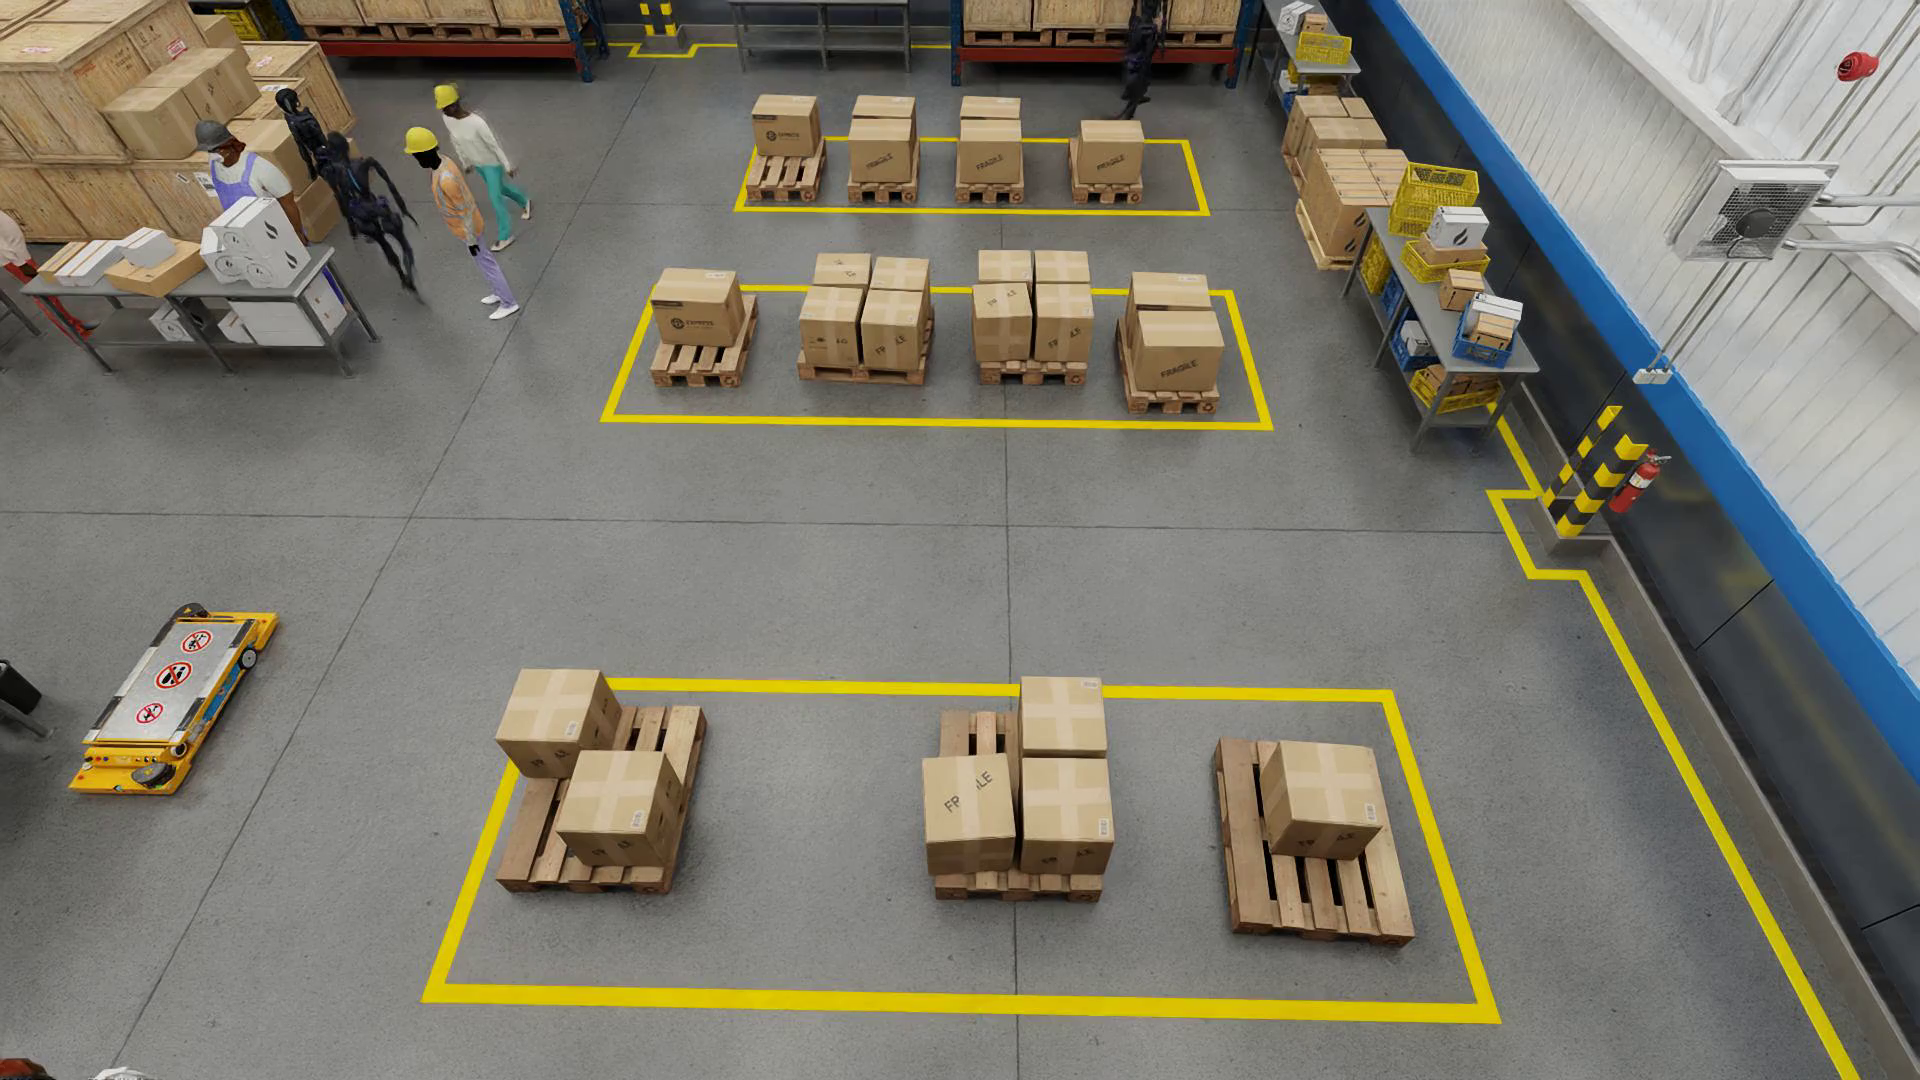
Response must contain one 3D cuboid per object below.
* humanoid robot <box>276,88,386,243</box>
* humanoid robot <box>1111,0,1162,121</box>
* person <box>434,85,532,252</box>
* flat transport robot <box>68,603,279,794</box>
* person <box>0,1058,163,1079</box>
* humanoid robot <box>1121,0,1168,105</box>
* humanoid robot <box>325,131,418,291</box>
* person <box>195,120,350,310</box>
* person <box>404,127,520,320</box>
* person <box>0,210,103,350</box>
[{"bbox_3d":[-6.783,-3.997,9.824,0.581,1.651,0.326,24,54,19],"label":"humanoid robot"},{"bbox_3d":[2.205,-5.877,11.417,0.363,1.637,0.621,-2,50,-2],"label":"humanoid robot"},{"bbox_3d":[-5.080,-4.093,9.879,0.562,1.714,0.876,17,52,14],"label":"person"},{"bbox_3d":[-5.504,1.072,6.442,0.652,0.197,1.431,1,50,1],"label":"flat transport robot"},{"bbox_3d":[-3.603,2.614,4.099,0.580,1.881,0.370,-18,52,-14],"label":"person"},{"bbox_3d":[2.424,-6.633,12.056,0.597,1.655,0.296,37,59,27],"label":"humanoid robot"},{"bbox_3d":[-5.845,-3.232,9.181,0.624,1.645,0.482,-13,51,-11],"label":"humanoid robot"},{"bbox_3d":[-6.576,-2.966,8.717,0.679,2.000,0.538,8,50,6],"label":"person"},{"bbox_3d":[-4.793,-3.024,8.840,0.380,1.924,0.592,-24,54,-19],"label":"person"},{"bbox_3d":[-8.779,-2.670,8.497,0.377,1.995,0.610,-37,59,-27],"label":"person"}]
